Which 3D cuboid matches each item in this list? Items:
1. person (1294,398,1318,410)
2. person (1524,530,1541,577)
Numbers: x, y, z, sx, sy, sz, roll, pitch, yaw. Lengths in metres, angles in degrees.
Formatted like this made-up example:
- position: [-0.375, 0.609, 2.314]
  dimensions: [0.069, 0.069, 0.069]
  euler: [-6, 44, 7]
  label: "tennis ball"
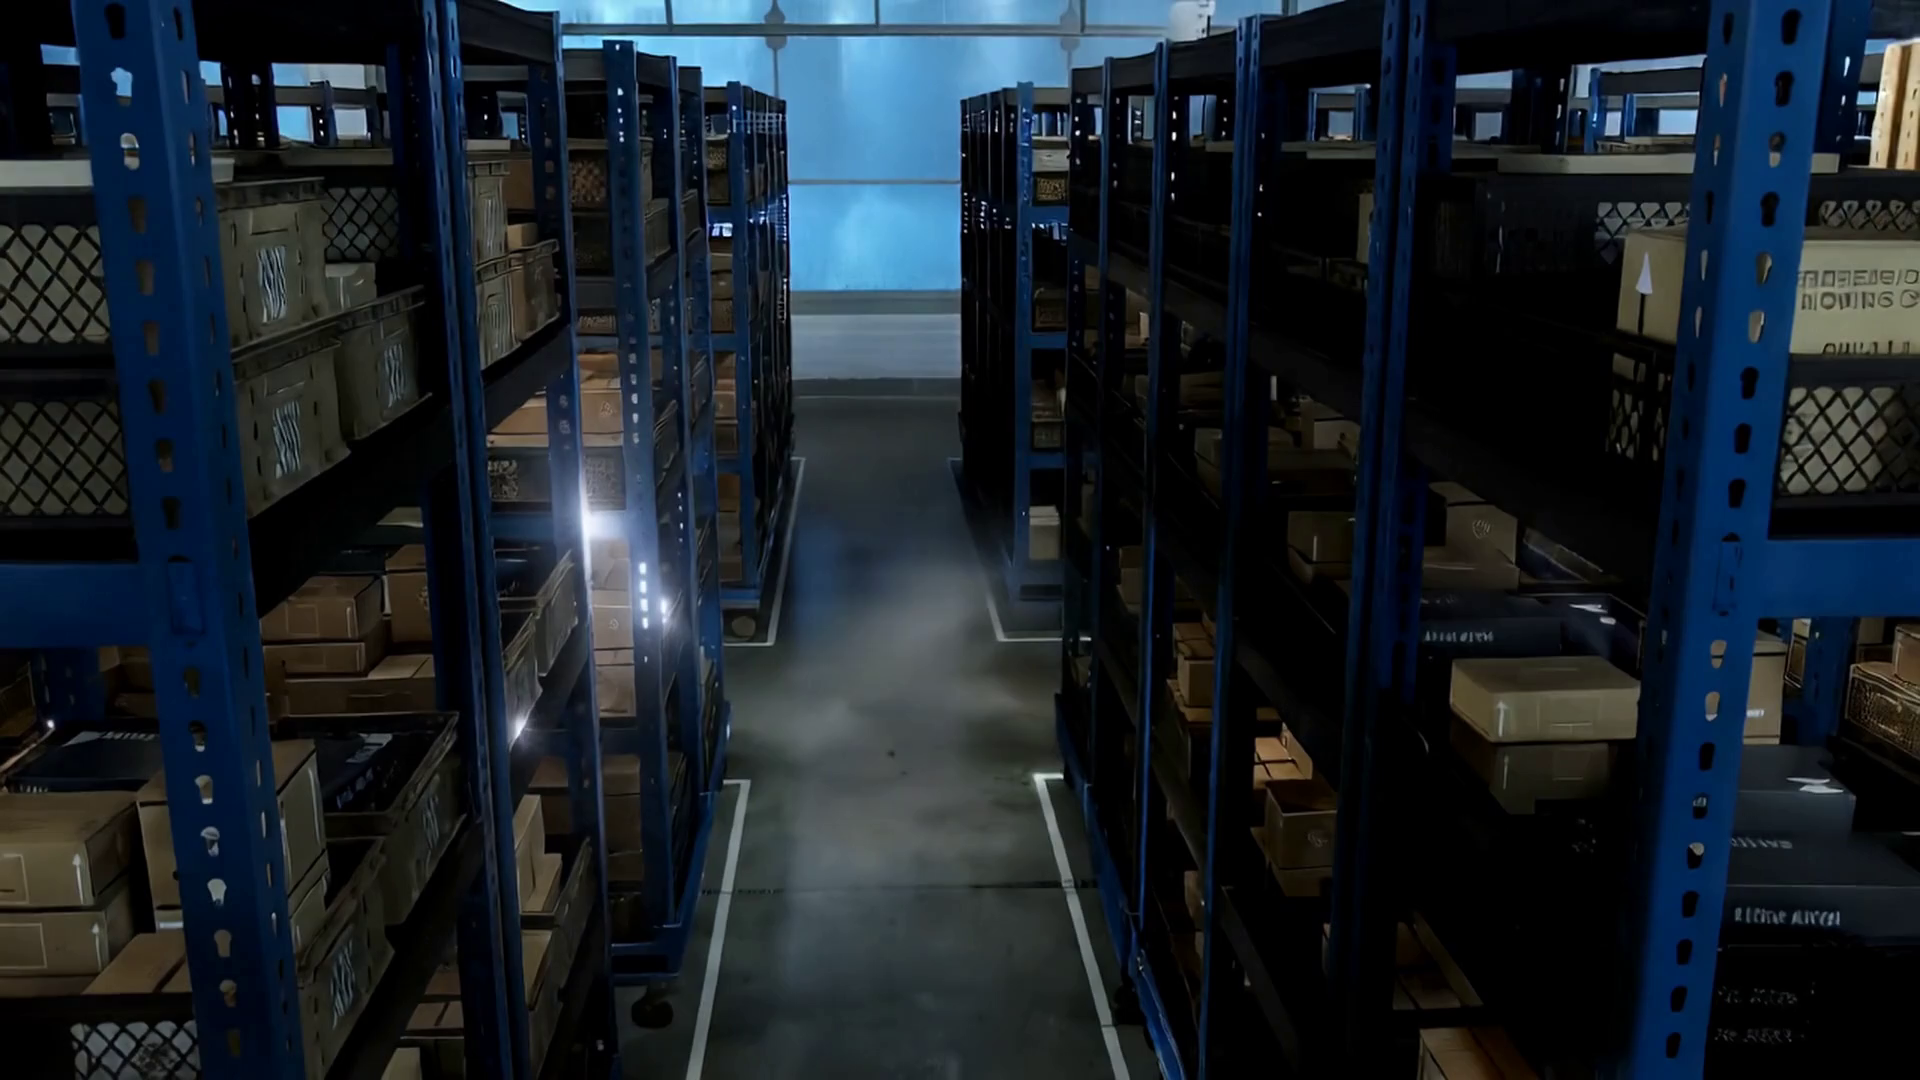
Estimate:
- position: [1.940, 0.086, 9.621]
  dimensions: [0.589, 1.834, 0.403]
  euler: [-10, 17, -34]
  label: "person"
- position: [2.820, 0.336, 8.656]
  dimensions: [0.472, 1.811, 0.637]
  euler: [-5, 15, -19]
  label: "person"
